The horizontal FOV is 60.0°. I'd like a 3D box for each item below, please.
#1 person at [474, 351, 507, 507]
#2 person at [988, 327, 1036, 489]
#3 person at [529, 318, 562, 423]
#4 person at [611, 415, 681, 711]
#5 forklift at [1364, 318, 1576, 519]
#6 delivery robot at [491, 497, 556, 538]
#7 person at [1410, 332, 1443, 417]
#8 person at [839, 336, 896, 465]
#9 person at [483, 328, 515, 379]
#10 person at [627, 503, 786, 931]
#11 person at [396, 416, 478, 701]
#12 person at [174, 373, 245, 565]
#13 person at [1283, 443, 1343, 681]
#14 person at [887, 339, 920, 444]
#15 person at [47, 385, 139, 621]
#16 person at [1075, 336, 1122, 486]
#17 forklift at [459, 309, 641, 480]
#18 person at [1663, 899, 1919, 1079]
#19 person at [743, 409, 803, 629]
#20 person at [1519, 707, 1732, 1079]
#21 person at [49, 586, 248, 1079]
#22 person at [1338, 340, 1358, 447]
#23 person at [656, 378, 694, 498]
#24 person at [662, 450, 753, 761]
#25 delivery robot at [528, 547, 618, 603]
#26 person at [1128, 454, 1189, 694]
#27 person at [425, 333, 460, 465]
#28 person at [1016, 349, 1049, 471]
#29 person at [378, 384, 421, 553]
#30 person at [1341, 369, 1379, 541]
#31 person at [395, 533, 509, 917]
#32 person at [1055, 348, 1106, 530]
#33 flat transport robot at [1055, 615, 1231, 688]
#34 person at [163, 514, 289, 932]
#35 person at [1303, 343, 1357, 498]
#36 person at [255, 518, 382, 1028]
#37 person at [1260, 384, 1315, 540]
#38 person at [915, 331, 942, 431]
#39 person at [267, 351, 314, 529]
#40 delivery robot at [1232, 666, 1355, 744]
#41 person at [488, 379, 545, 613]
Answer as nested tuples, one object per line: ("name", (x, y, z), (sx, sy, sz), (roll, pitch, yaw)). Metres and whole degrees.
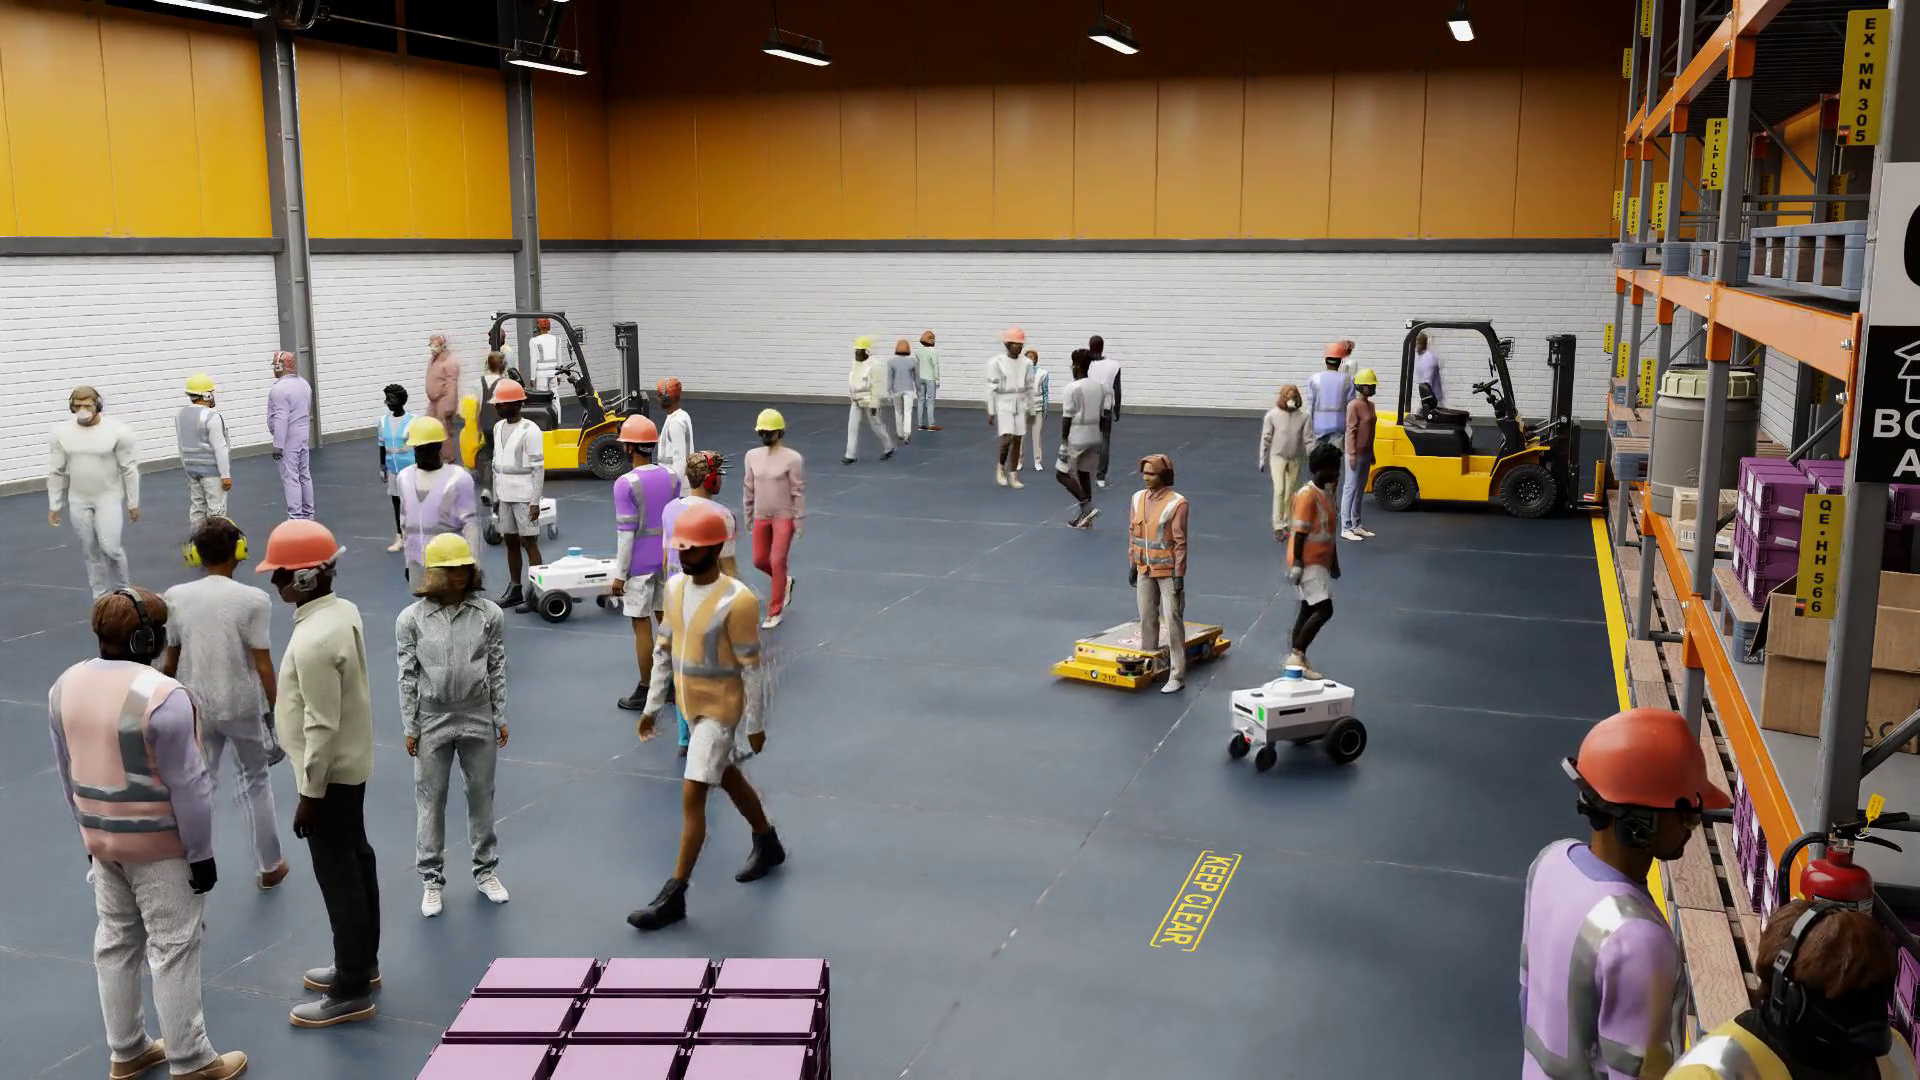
("person", (-5.272, -1.240, 18.986), (0.534, 1.831, 0.407), (3, 10, 15))
("person", (0.665, -1.623, 20.611), (0.623, 2.023, 0.429), (-5, 11, -25))
("person", (-6.650, -2.635, 26.706), (0.355, 1.882, 0.576), (9, 14, 42))
("person", (-2.060, 0.151, 10.857), (0.362, 1.939, 0.542), (7, 12, 33))
("forklift", (5.787, -1.437, 19.079), (2.313, 2.155, 1.214), (3, 11, 19))
("delivery robot", (-4.430, -0.279, 16.908), (0.477, 0.478, 0.707), (4, 11, 22))
("person", (6.264, -1.872, 22.448), (0.991, 1.864, 0.638), (-1, 10, -3))
("person", (-1.266, -1.942, 23.088), (0.937, 1.791, 0.595), (-10, 14, -44))
("person", (-6.691, -2.161, 24.152), (0.429, 1.844, 0.627), (-9, 13, -41))
("person", (-1.141, 0.755, 7.631), (0.549, 1.892, 1.009), (10, 14, 44))
("person", (-3.505, 0.094, 11.293), (0.591, 1.904, 0.816), (3, 11, 17))
("person", (-7.085, -0.655, 15.687), (0.589, 1.836, 0.404), (5, 11, 27))
("person", (2.457, 0.164, 11.506), (0.395, 1.675, 0.544), (5, 11, 27))
("person", (-0.862, -2.273, 25.472), (0.508, 1.599, 0.803), (0, 10, -2))
("person", (-6.962, -0.285, 13.374), (0.647, 1.922, 0.480), (-1, 10, -7))
("person", (1.758, -1.660, 21.240), (0.616, 1.869, 0.981), (0, 10, 2))
("forklift", (-5.354, -1.902, 21.697), (2.313, 2.155, 1.214), (-2, 10, -13))
("person", (1.582, 1.564, 3.172), (0.636, 1.842, 0.429), (-5, 11, -28))
("person", (-1.468, -0.195, 13.345), (0.530, 1.748, 0.628), (4, 11, 22))
("person", (1.459, 1.364, 3.731), (0.375, 2.042, 0.615), (0, 10, 0))
("person", (-2.892, 1.073, 5.938), (0.629, 1.843, 0.429), (4, 11, 22))
("person", (5.707, -2.183, 24.893), (0.568, 1.625, 0.519), (-6, 12, -32))
("person", (-2.490, -0.485, 14.595), (0.359, 1.884, 0.573), (-1, 10, -7))
("person", (-1.507, 0.394, 9.747), (0.570, 1.844, 0.377), (8, 13, 38))
("delivery robot", (-3.149, 0.305, 13.621), (0.707, 0.478, 0.477), (-6, 12, -28))
("person", (1.352, 0.223, 11.332), (0.317, 1.630, 0.511), (-9, 13, -40))
("person", (-6.868, -1.789, 21.955), (0.430, 1.877, 0.696), (-9, 14, -43))
("person", (0.938, -1.752, 22.403), (0.514, 1.644, 0.307), (0, 10, 0))
("person", (-5.460, -0.695, 16.336), (0.538, 1.688, 0.330), (3, 11, 18))
("person", (4.144, -0.882, 17.161), (0.316, 1.769, 0.523), (8, 13, 37))
("person", (-2.298, 0.829, 7.585), (0.487, 1.746, 0.287), (-6, 12, -29))
("person", (1.287, -1.053, 17.600), (0.639, 1.948, 0.463), (-10, 14, -44))
("flat transport robot", (1.340, 0.783, 11.995), (0.652, 0.197, 1.431), (7, 12, 35))
("person", (-3.345, 0.810, 7.508), (0.582, 1.824, 0.918), (0, 10, -1))
("person", (4.259, -1.310, 19.147), (0.586, 1.913, 0.758), (2, 10, 12))
("person", (-2.486, 0.897, 6.501), (0.385, 1.994, 0.611), (-2, 10, -9))
("person", (3.388, -0.796, 17.119), (0.522, 1.603, 0.673), (-1, 10, -8))
("person", (-0.525, -2.601, 27.216), (0.498, 1.633, 0.277), (9, 14, 42))
("person", (-7.169, -1.058, 17.757), (0.407, 1.906, 0.655), (1, 10, 5))
("delivery robot", (1.960, 0.984, 9.797), (0.707, 0.478, 0.477), (-5, 11, -24))
("person", (-3.682, -0.365, 13.768), (0.551, 1.935, 0.349), (7, 12, 34))
